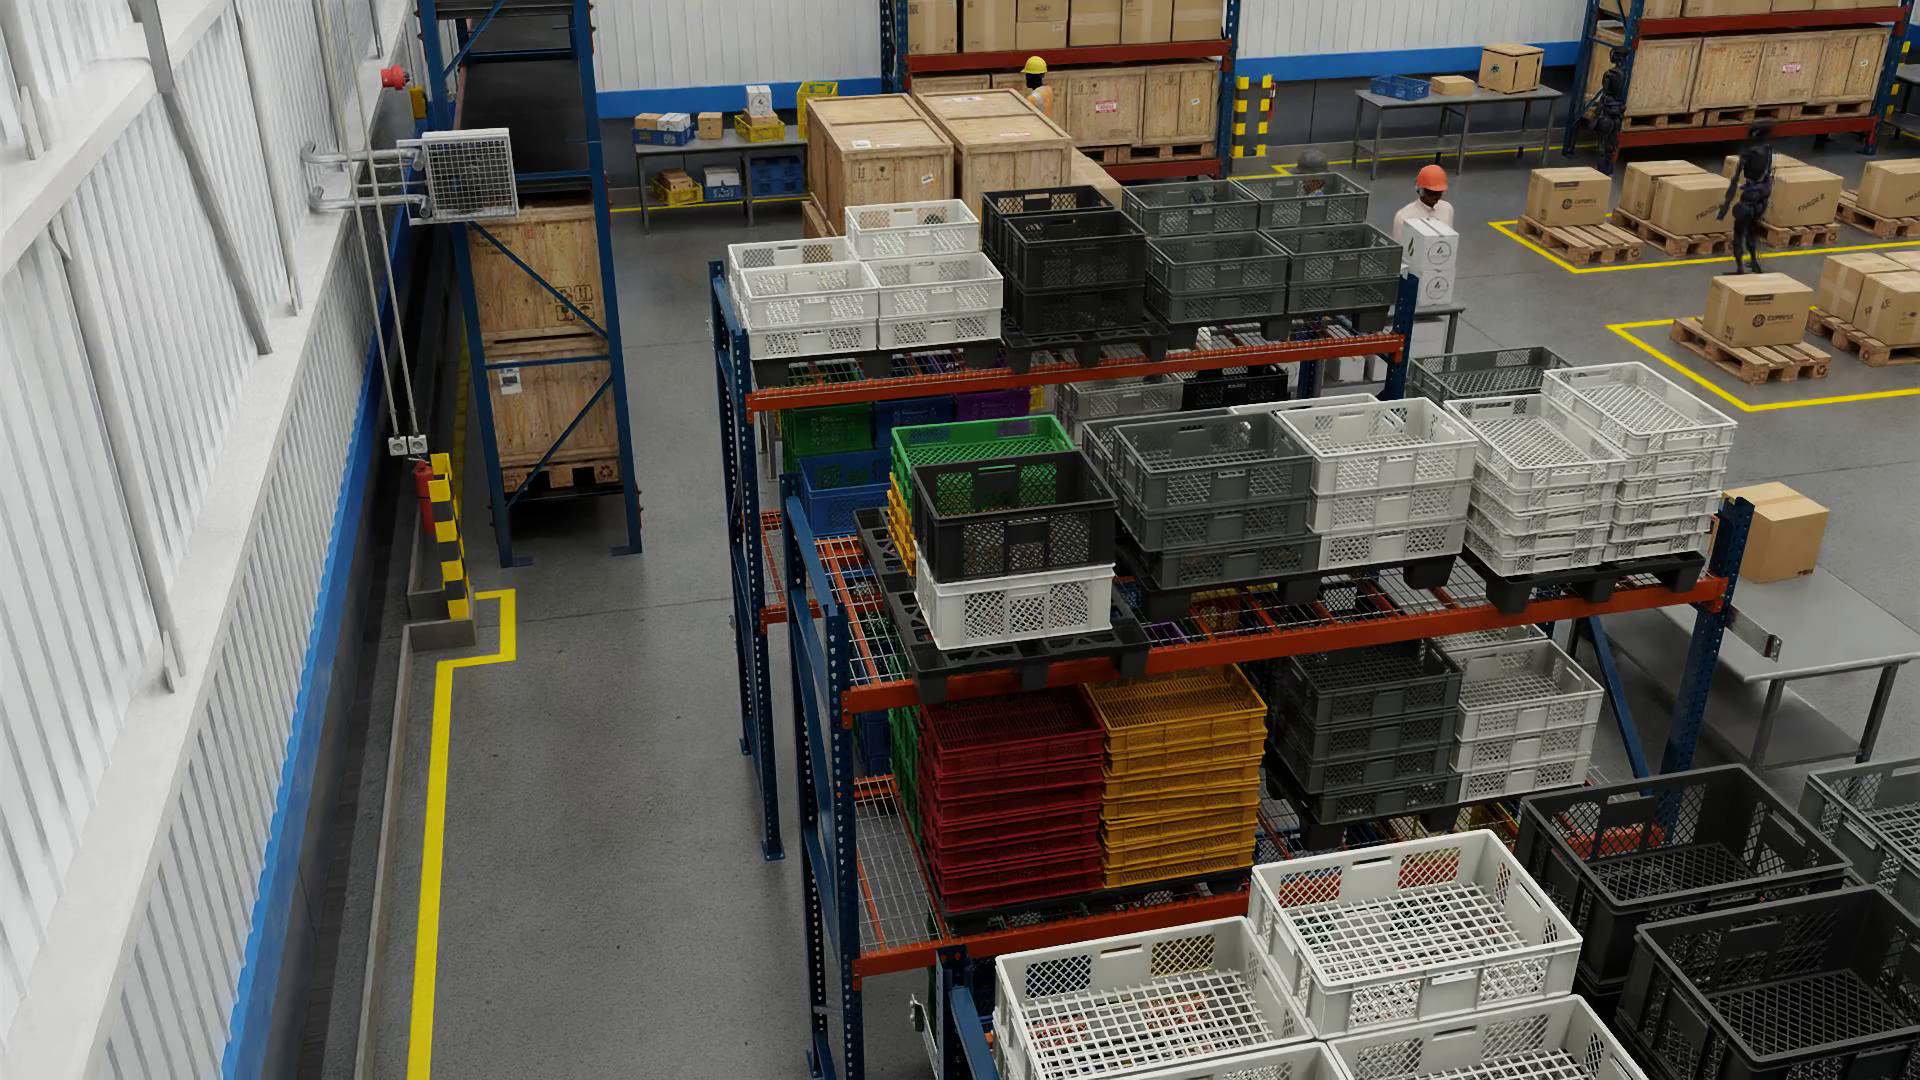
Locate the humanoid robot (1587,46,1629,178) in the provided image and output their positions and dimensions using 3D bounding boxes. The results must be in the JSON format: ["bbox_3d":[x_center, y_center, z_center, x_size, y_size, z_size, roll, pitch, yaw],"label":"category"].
[{"bbox_3d":[7.967,-5.231,20.445,0.327,1.657,0.584,24,36,38],"label":"humanoid robot"}]

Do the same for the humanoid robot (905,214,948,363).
[{"bbox_3d":[-0.214,-1.985,14.289,0.616,1.656,0.309,-11,30,-20],"label":"humanoid robot"}]

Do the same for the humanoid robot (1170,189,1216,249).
[{"bbox_3d":[2.078,-2.340,14.961,0.590,1.657,0.327,-10,29,-18],"label":"humanoid robot"}]

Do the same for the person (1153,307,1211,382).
[{"bbox_3d":[1.640,-1.133,12.589,0.310,1.767,0.532,-22,35,-36],"label":"person"}]

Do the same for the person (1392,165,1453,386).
[{"bbox_3d":[4.030,-2.319,14.612,0.616,1.990,0.394,-12,30,-21],"label":"person"}]

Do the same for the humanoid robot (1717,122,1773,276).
[{"bbox_3d":[8.197,-3.545,17.288,0.647,1.632,0.387,-18,33,-30],"label":"humanoid robot"}]

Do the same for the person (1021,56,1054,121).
[{"bbox_3d":[0.845,-4.466,18.741,0.367,1.927,0.586,11,30,19],"label":"person"}]

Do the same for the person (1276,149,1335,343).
[{"bbox_3d":[3.055,-2.481,14.856,0.536,2.000,0.687,4,28,7],"label":"person"}]
